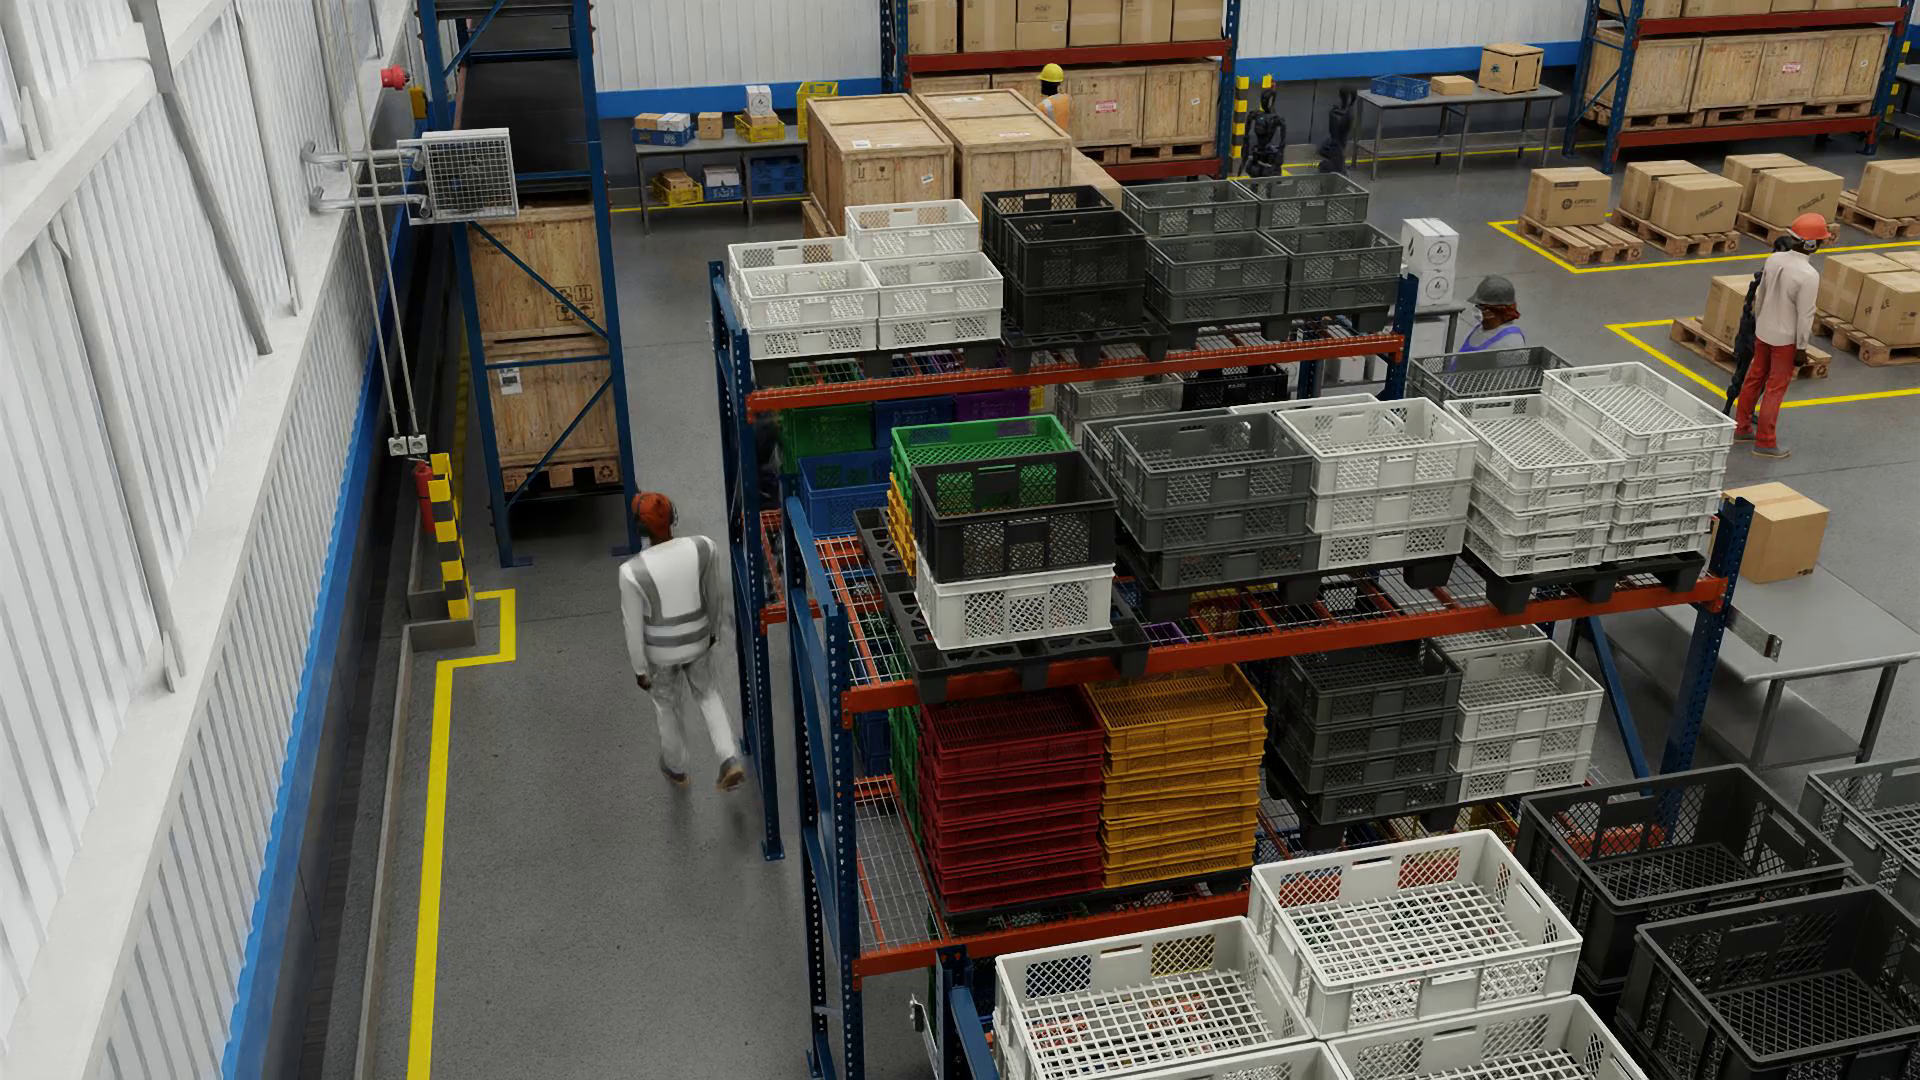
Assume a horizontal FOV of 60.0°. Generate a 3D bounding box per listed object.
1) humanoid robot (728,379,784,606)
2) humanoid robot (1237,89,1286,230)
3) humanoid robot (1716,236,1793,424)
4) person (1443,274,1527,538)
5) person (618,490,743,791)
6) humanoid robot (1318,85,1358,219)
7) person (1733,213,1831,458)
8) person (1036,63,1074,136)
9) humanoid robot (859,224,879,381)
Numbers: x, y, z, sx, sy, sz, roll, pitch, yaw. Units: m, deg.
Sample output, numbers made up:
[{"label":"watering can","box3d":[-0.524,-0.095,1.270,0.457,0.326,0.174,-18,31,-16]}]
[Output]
[{"label":"humanoid robot","box3d":[-1.297,-0.338,11.184,0.597,1.647,0.439,21,34,34]},{"label":"humanoid robot","box3d":[3.361,-4.177,18.458,0.333,1.647,0.570,-25,37,-39]},{"label":"humanoid robot","box3d":[6.685,-1.725,13.808,0.564,1.651,0.351,-8,29,-14]},{"label":"person","box3d":[3.696,-0.928,11.909,0.536,2.000,0.679,1,28,2]},{"label":"person","box3d":[-1.535,0.625,9.149,0.584,1.868,0.638,-15,31,-27]},{"label":"humanoid robot","box3d":[4.246,-4.295,18.706,0.589,1.629,0.544,20,34,32]},{"label":"person","box3d":[6.574,-1.636,13.300,0.376,1.995,0.610,-5,28,-10]},{"label":"person","box3d":[1.007,-4.294,18.412,0.355,1.930,0.586,21,34,34]},{"label":"humanoid robot","box3d":[-0.794,-1.844,14.045,0.367,1.653,0.604,-25,36,-38]}]
